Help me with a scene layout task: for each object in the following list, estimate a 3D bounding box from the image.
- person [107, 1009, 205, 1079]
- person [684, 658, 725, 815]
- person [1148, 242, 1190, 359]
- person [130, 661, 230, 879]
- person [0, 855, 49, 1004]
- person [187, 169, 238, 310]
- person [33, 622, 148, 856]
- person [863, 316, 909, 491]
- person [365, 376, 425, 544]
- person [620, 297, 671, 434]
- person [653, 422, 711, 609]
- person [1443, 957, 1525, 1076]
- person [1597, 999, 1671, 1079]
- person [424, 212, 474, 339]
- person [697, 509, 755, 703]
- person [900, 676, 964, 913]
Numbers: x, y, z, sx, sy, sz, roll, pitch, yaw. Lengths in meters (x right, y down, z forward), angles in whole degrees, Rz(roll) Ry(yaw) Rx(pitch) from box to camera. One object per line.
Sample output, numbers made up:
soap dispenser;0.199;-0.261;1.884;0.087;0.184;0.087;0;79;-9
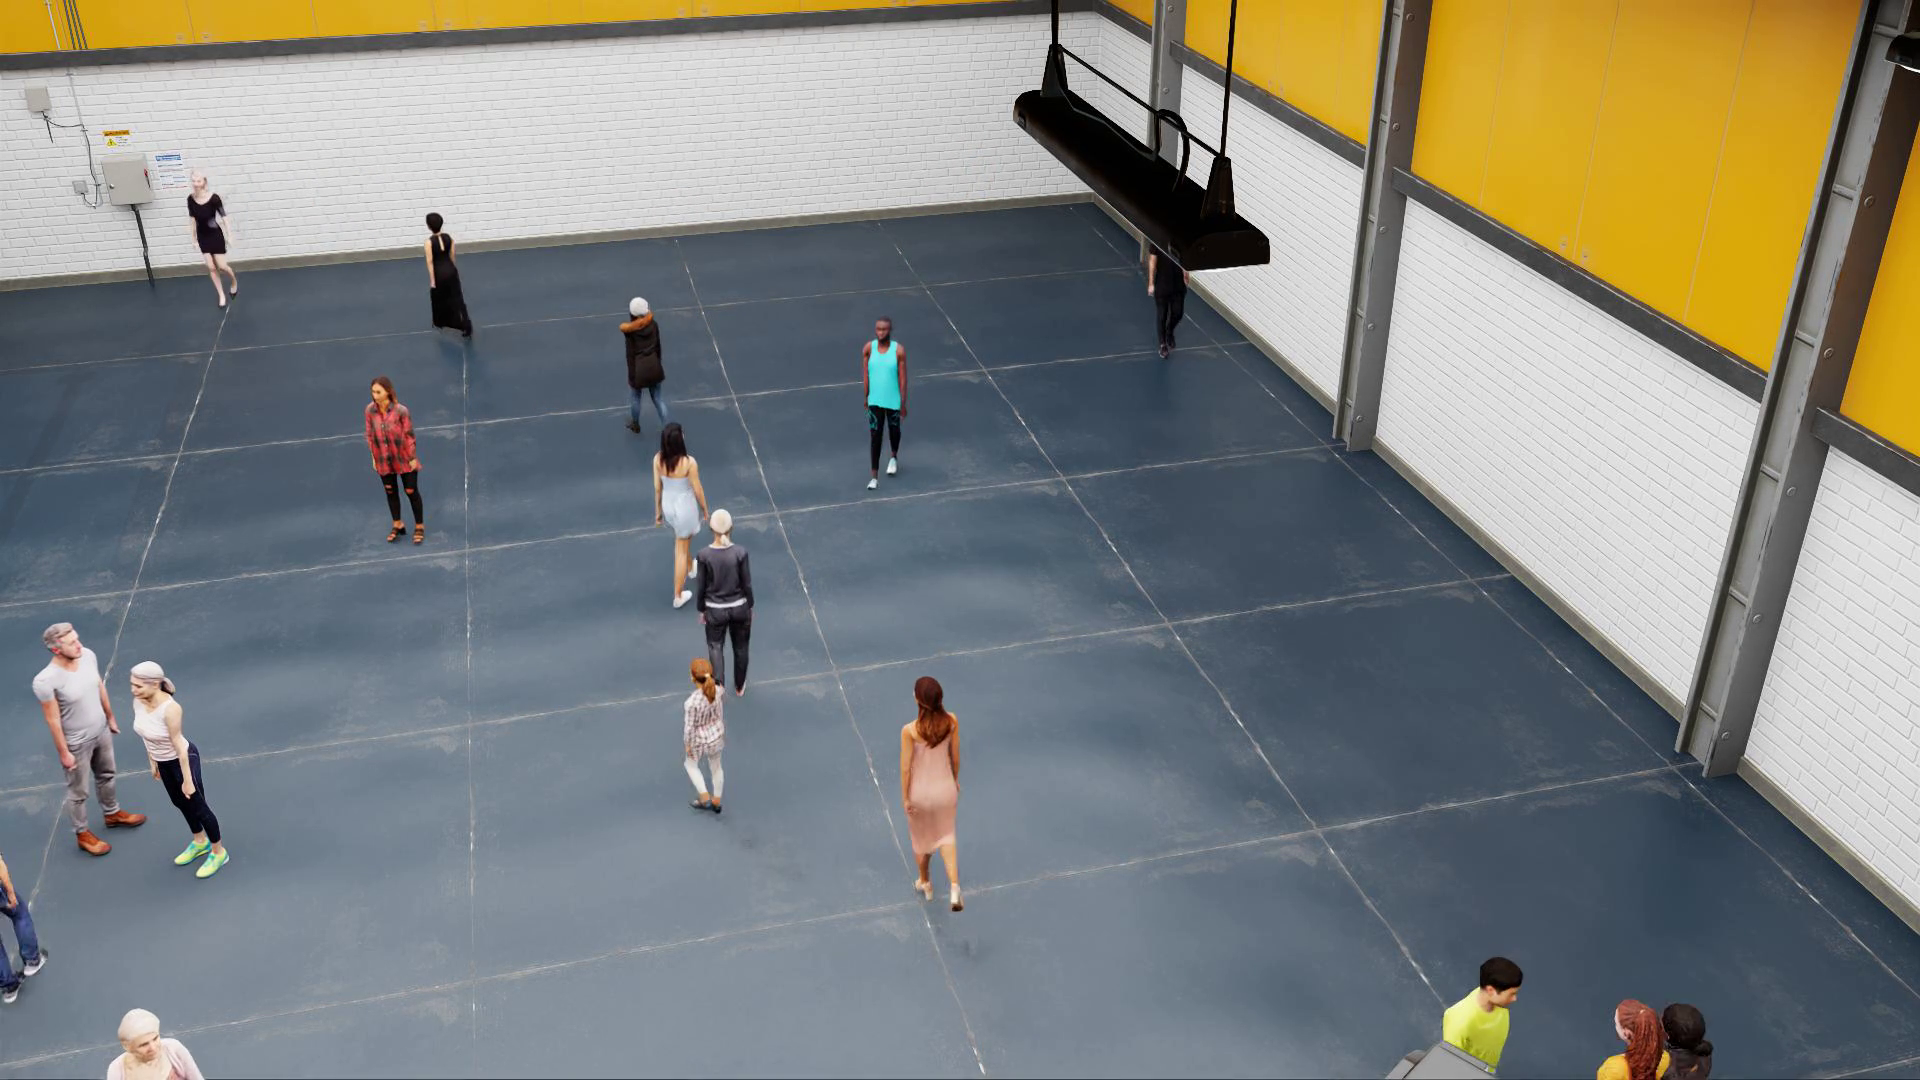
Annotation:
person;-4.189;3.076;8.713;0.925;1.677;0.833;25;37;38
person;-1.804;1.455;12.076;0.664;1.302;0.634;24;37;37
person;2.477;-3.113;19.875;0.749;1.852;0.781;-2;29;-4
person;-5.403;1.551;11.485;0.675;1.699;0.737;16;32;27
person;-6.124;2.239;10.380;0.522;1.549;0.646;-6;29;-12
person;-9.568;-3.884;21.326;0.711;1.816;0.744;0;29;0
person;-6.191;1.367;11.698;0.842;1.818;0.713;7;29;13
person;-0.722;-1.434;16.882;0.952;1.772;1.228;4;29;8
person;-5.338;-0.768;15.735;0.693;1.700;0.681;4;29;7
person;-3.298;-1.774;17.687;0.894;1.598;1.109;-21;35;-33
person;-2.515;-0.194;14.679;0.909;1.705;1.062;8;30;14
person;2.660;2.888;9.071;0.894;1.664;1.176;-17;33;-29
person;3.428;3.164;8.512;0.592;1.715;1.021;-8;30;-15
person;-6.246;-3.186;20.313;1.097;1.561;0.928;23;36;36
person;-1.858;0.566;13.274;0.683;1.715;0.802;-3;29;-5
person;-0.159;1.729;11.035;0.611;1.818;0.864;-10;30;-17
